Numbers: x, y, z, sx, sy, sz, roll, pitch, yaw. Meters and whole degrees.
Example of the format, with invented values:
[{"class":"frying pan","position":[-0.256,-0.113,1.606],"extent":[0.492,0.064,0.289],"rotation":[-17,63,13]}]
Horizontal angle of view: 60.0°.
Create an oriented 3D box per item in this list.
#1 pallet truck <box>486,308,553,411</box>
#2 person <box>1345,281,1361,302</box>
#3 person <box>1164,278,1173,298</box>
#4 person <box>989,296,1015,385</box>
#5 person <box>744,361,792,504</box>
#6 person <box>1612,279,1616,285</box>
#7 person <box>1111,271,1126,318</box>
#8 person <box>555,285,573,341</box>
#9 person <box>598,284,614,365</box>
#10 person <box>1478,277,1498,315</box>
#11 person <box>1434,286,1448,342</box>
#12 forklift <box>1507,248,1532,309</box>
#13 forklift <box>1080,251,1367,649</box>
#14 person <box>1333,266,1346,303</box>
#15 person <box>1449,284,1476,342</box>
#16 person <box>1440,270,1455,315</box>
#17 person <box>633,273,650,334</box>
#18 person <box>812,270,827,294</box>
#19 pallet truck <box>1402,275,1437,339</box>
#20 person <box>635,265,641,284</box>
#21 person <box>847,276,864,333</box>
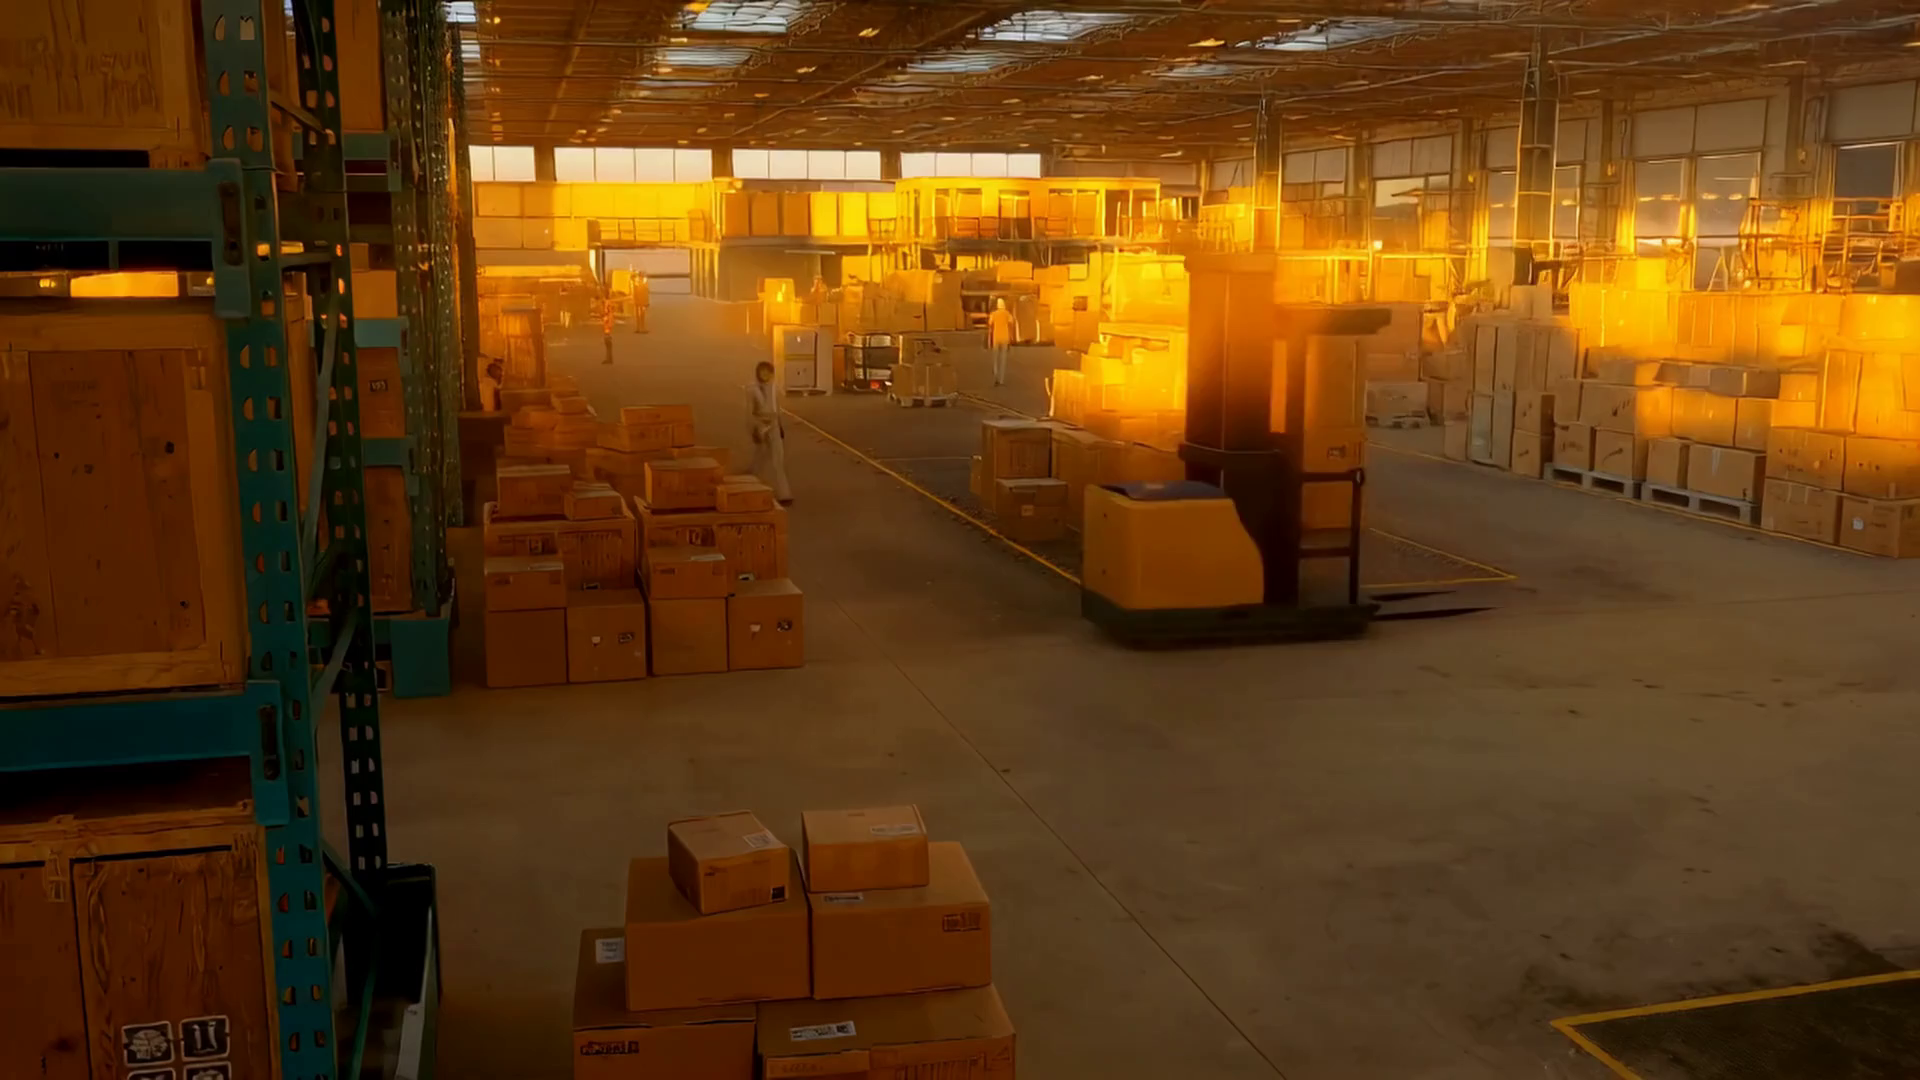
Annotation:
[{"class":"pallet truck","position":[-6.242,-2.418,24.362],"extent":[0.823,1.965,1.885],"rotation":[1,10,3]},{"class":"person","position":[10.911,-6.218,46.139],"extent":[0.427,1.904,0.613],"rotation":[-3,10,-15]},{"class":"person","position":[6.699,-7.500,53.551],"extent":[0.328,1.861,0.503],"rotation":[1,10,5]},{"class":"person","position":[0.875,-4.163,34.688],"extent":[0.523,1.845,0.757],"rotation":[1,10,7]},{"class":"person","position":[-2.185,-1.211,18.683],"extent":[0.500,1.591,0.886],"rotation":[-5,11,-25]},{"class":"person","position":[22.318,-8.010,56.743],"extent":[0.487,1.745,0.290],"rotation":[1,10,7]},{"class":"person","position":[6.519,-9.842,66.676],"extent":[0.826,1.917,0.636],"rotation":[5,11,27]},{"class":"person","position":[-12.053,-6.925,50.689],"extent":[0.541,1.718,0.929],"rotation":[1,10,6]},{"class":"person","position":[-8.600,-5.240,40.431],"extent":[0.366,1.965,0.607],"rotation":[-2,10,-10]},{"class":"person","position":[18.120,-8.098,57.086],"extent":[0.628,1.807,0.894],"rotation":[3,10,16]},{"class":"person","position":[14.521,-6.817,50.154],"extent":[0.322,1.690,0.534],"rotation":[-3,10,-14]},{"class":"forklift","position":[13.483,-5.644,40.133],"extent":[1.873,2.768,1.129],"rotation":[2,10,12]},{"class":"forklift","position":[1.930,-0.715,12.220],"extent":[1.873,2.768,1.129],"rotation":[-3,10,-15]},{"class":"person","position":[18.886,-12.635,82.545],"extent":[0.615,1.873,0.968],"rotation":[-4,11,-22]},{"class":"person","position":[12.493,-5.394,41.405],"extent":[0.652,1.928,0.434],"rotation":[6,12,30]},{"class":"person","position":[19.887,-10.069,67.870],"extent":[0.634,1.927,0.436],"rotation":[2,10,11]},{"class":"person","position":[-10.496,-7.798,54.834],"extent":[0.397,1.992,0.623],"rotation":[9,14,42]},{"class":"person","position":[-4.916,-8.447,58.379],"extent":[0.537,2.000,0.679],"rotation":[-4,11,-21]},{"class":"pallet truck","position":[14.620,-7.324,52.145],"extent":[0.823,1.965,1.885],"rotation":[8,13,40]},{"class":"person","position":[-16.672,-13.294,86.272],"extent":[0.337,1.882,0.584],"rotation":[-3,10,-16]},{"class":"person","position":[-3.265,-7.256,51.929],"extent":[0.548,1.937,0.379],"rotation":[1,10,5]}]
